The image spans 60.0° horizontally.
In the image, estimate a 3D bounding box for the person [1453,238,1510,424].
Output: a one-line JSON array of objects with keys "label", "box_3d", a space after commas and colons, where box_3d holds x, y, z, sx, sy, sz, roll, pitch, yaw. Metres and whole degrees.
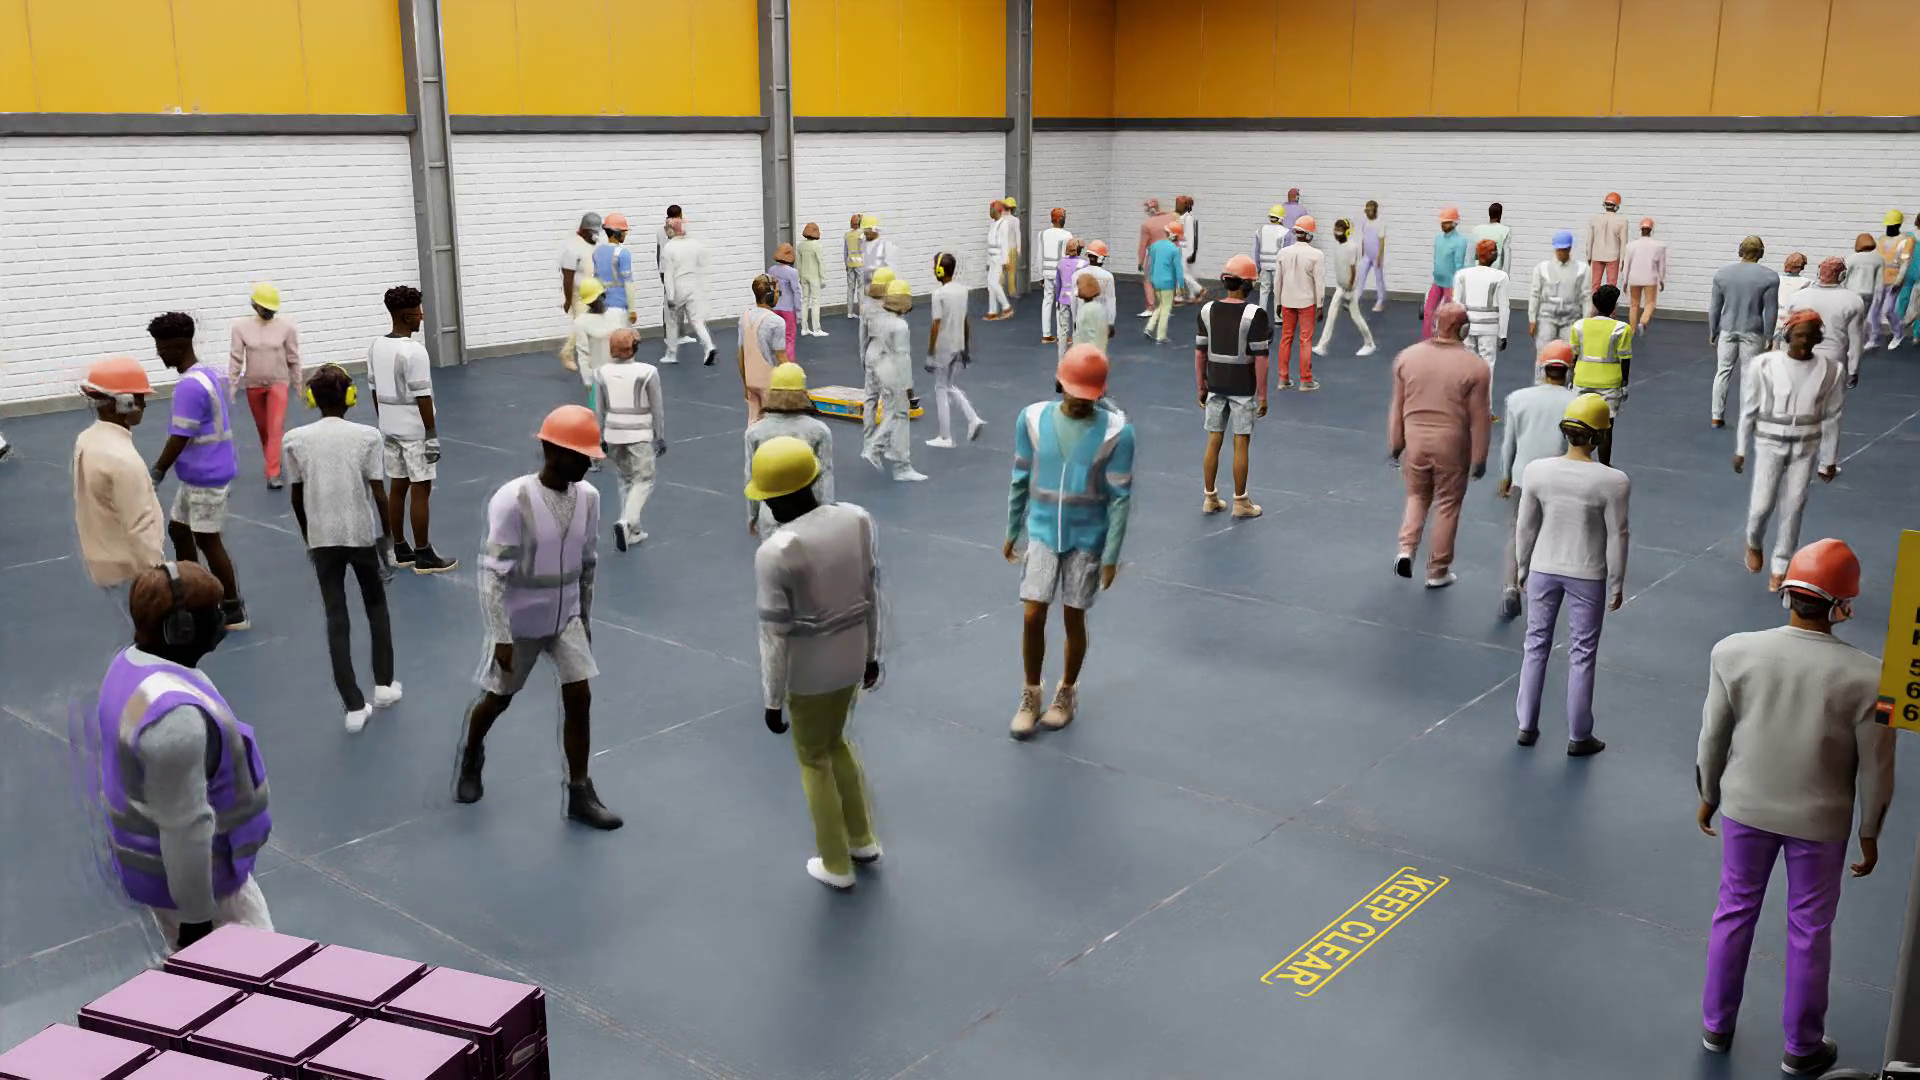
[{"label": "person", "box_3d": [5.306, -2.123, 16.973, 0.584, 1.882, 0.339, 11, 18, 38]}]

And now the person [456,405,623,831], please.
[{"label": "person", "box_3d": [-1.894, 0.315, 7.268, 0.876, 1.884, 0.584, 12, 18, 39]}]

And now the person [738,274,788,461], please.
[{"label": "person", "box_3d": [-1.566, -1.227, 13.471, 0.514, 1.844, 0.328, 11, 18, 38]}]

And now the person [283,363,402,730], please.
[{"label": "person", "box_3d": [-3.146, 0.014, 8.536, 0.514, 1.831, 0.726, -3, 14, -13]}]

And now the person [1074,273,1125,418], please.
[{"label": "person", "box_3d": [1.301, -1.773, 16.105, 0.490, 1.624, 0.498, 0, 14, -1]}]

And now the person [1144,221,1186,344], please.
[{"label": "person", "box_3d": [2.879, -3.560, 23.084, 0.431, 1.711, 0.591, -5, 15, -21]}]

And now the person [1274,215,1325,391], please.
[{"label": "person", "box_3d": [3.918, -2.722, 19.142, 0.622, 1.992, 0.394, 11, 18, 38]}]

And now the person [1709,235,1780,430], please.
[{"label": "person", "box_3d": [7.817, -2.064, 16.631, 0.635, 1.936, 0.354, 11, 18, 38]}]

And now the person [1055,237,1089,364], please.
[{"label": "person", "box_3d": [1.412, -2.939, 20.734, 0.522, 1.639, 0.309, 11, 18, 38]}]

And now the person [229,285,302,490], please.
[{"label": "person", "box_3d": [-5.892, -1.312, 14.128, 0.573, 1.698, 0.919, -4, 15, -15]}]

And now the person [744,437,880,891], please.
[{"label": "person", "box_3d": [-0.601, 0.493, 6.555, 0.509, 1.874, 0.654, 12, 19, 41]}]

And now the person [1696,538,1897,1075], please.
[{"label": "person", "box_3d": [2.679, 0.849, 5.362, 0.572, 1.749, 0.340, 11, 18, 38]}]

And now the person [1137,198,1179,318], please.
[{"label": "person", "box_3d": [3.124, -4.445, 26.298, 0.731, 1.874, 0.440, -5, 15, -18]}]

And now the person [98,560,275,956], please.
[{"label": "person", "box_3d": [-2.215, 0.950, 4.823, 0.433, 1.829, 0.632, -10, 17, -36]}]

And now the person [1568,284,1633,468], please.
[{"label": "person", "box_3d": [5.434, -1.326, 14.168, 0.540, 1.697, 0.317, 11, 18, 38]}]

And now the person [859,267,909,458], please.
[{"label": "person", "box_3d": [-0.699, -1.628, 15.284, 0.492, 1.742, 0.315, 11, 18, 38]}]

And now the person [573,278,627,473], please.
[{"label": "person", "box_3d": [-3.077, -1.466, 14.688, 0.349, 1.718, 0.689, 13, 19, 42]}]

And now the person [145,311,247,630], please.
[{"label": "person", "box_3d": [-4.644, -0.388, 9.921, 0.595, 1.938, 0.625, -6, 15, -22]}]

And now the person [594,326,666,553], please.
[{"label": "person", "box_3d": [-2.384, -0.706, 11.872, 0.515, 1.617, 0.662, 4, 15, 16]}]

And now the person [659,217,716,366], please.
[{"label": "person", "box_3d": [-3.486, -3.144, 21.089, 0.872, 1.876, 0.653, 12, 18, 39]}]

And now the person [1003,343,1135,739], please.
[{"label": "person", "box_3d": [0.498, 0.023, 8.186, 0.683, 1.994, 0.671, 5, 15, 18]}]

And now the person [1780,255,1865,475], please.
[{"label": "person", "box_3d": [7.521, -1.523, 14.533, 0.651, 1.906, 0.403, 11, 18, 38]}]

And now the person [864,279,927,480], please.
[{"label": "person", "box_3d": [-0.578, -1.370, 14.282, 0.425, 1.725, 0.540, -5, 15, -21]}]

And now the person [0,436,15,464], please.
[{"label": "person", "box_3d": [-8.917, -1.485, 14.630, 0.582, 1.794, 0.878, 12, 18, 39]}]

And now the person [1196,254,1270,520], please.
[{"label": "person", "box_3d": [2.126, -1.183, 12.898, 0.615, 2.041, 0.387, 11, 18, 38]}]

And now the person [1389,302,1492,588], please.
[{"label": "person", "box_3d": [3.167, -0.615, 10.933, 0.676, 1.888, 0.419, 11, 18, 37]}]

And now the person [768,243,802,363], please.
[{"label": "person", "box_3d": [-2.087, -2.724, 19.883, 0.507, 1.632, 0.264, 11, 18, 38]}]

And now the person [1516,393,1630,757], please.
[{"label": "person", "box_3d": [2.962, 0.166, 8.068, 0.533, 1.767, 0.323, 11, 18, 38]}]

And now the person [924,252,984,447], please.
[{"label": "person", "box_3d": [-0.089, -1.770, 15.642, 0.468, 1.852, 0.525, 10, 17, 34]}]

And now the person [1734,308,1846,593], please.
[{"label": "person", "box_3d": [5.403, -0.588, 10.868, 0.612, 1.868, 0.480, 5, 15, 18]}]

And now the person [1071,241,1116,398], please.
[{"label": "person", "box_3d": [1.512, -2.464, 18.608, 0.572, 1.747, 0.344, 11, 18, 38]}]
